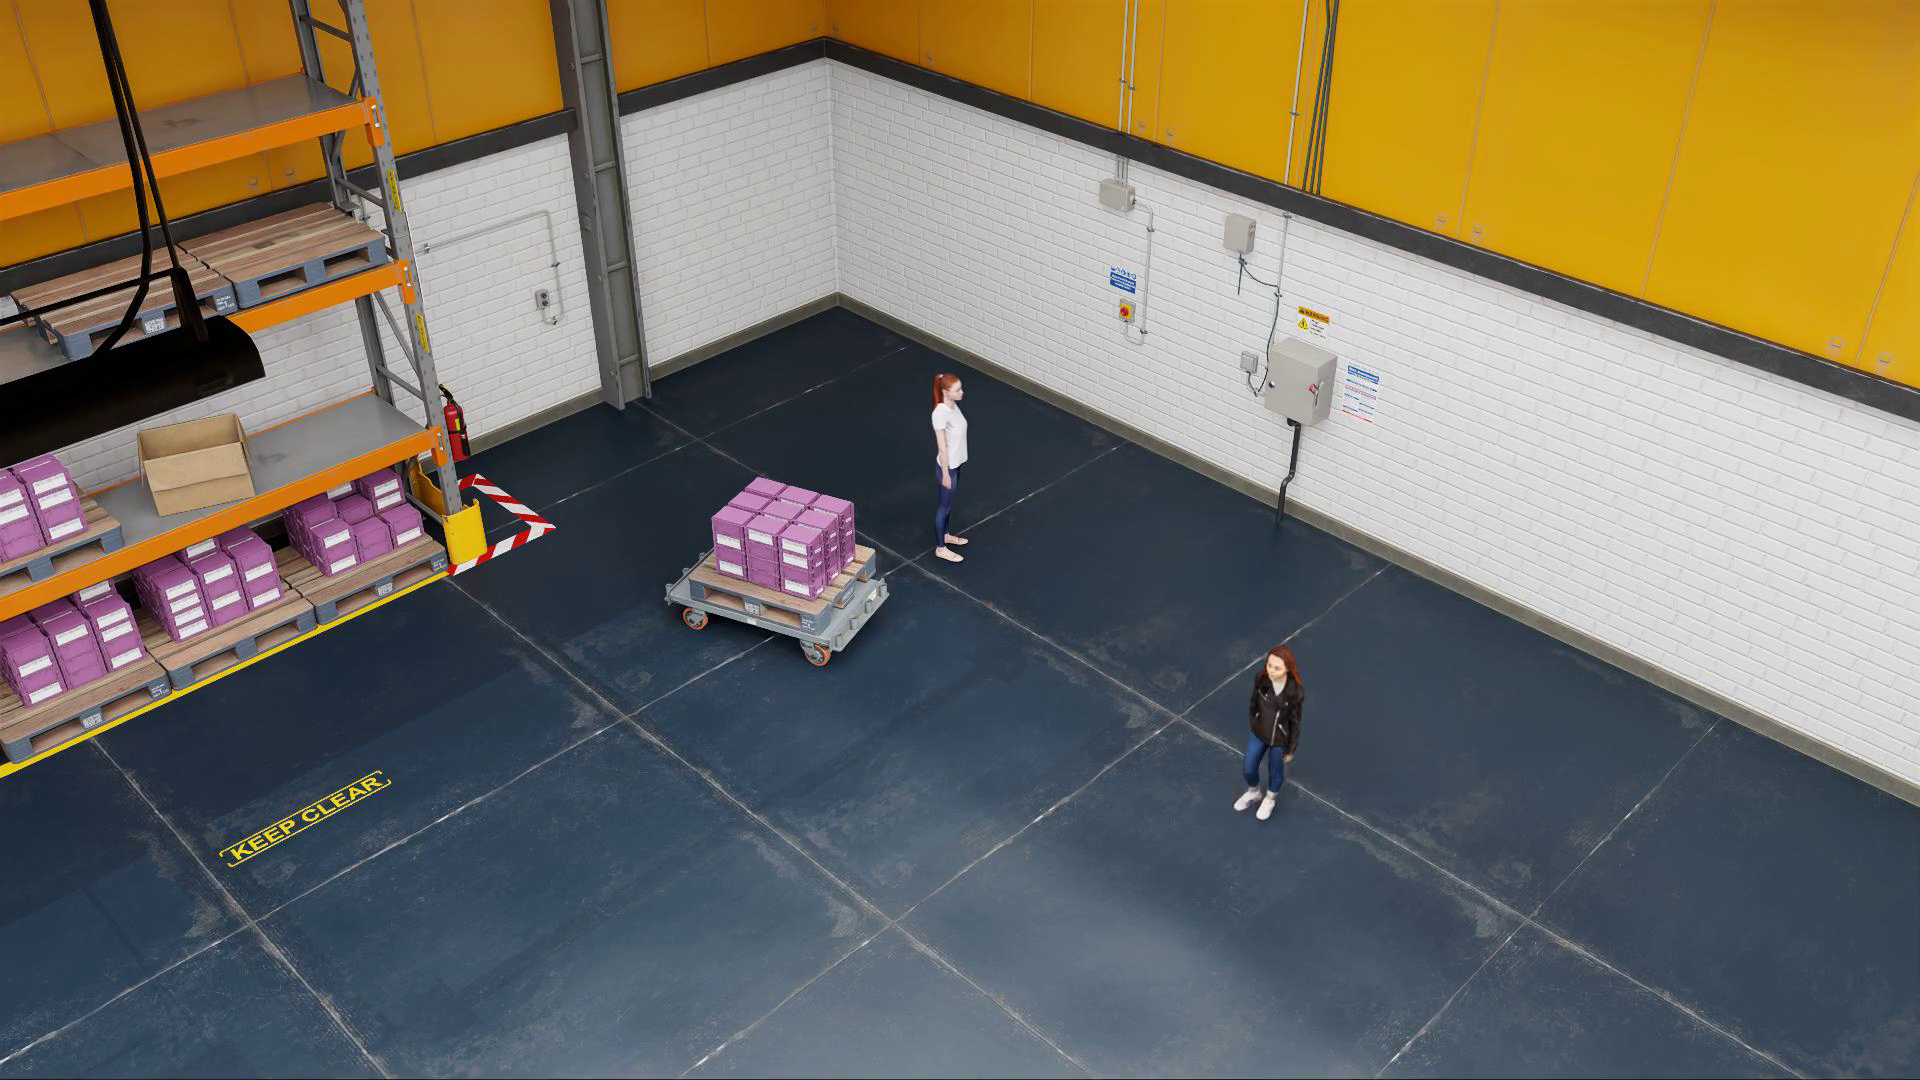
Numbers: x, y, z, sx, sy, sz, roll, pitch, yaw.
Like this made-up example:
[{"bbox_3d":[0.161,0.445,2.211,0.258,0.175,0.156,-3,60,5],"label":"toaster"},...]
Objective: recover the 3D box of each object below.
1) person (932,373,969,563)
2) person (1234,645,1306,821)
[{"bbox_3d":[-0.110,-0.643,14.219,0.711,1.740,0.625,6,34,9],"label":"person"},{"bbox_3d":[2.205,1.304,11.530,0.604,1.473,0.592,20,39,28],"label":"person"}]
